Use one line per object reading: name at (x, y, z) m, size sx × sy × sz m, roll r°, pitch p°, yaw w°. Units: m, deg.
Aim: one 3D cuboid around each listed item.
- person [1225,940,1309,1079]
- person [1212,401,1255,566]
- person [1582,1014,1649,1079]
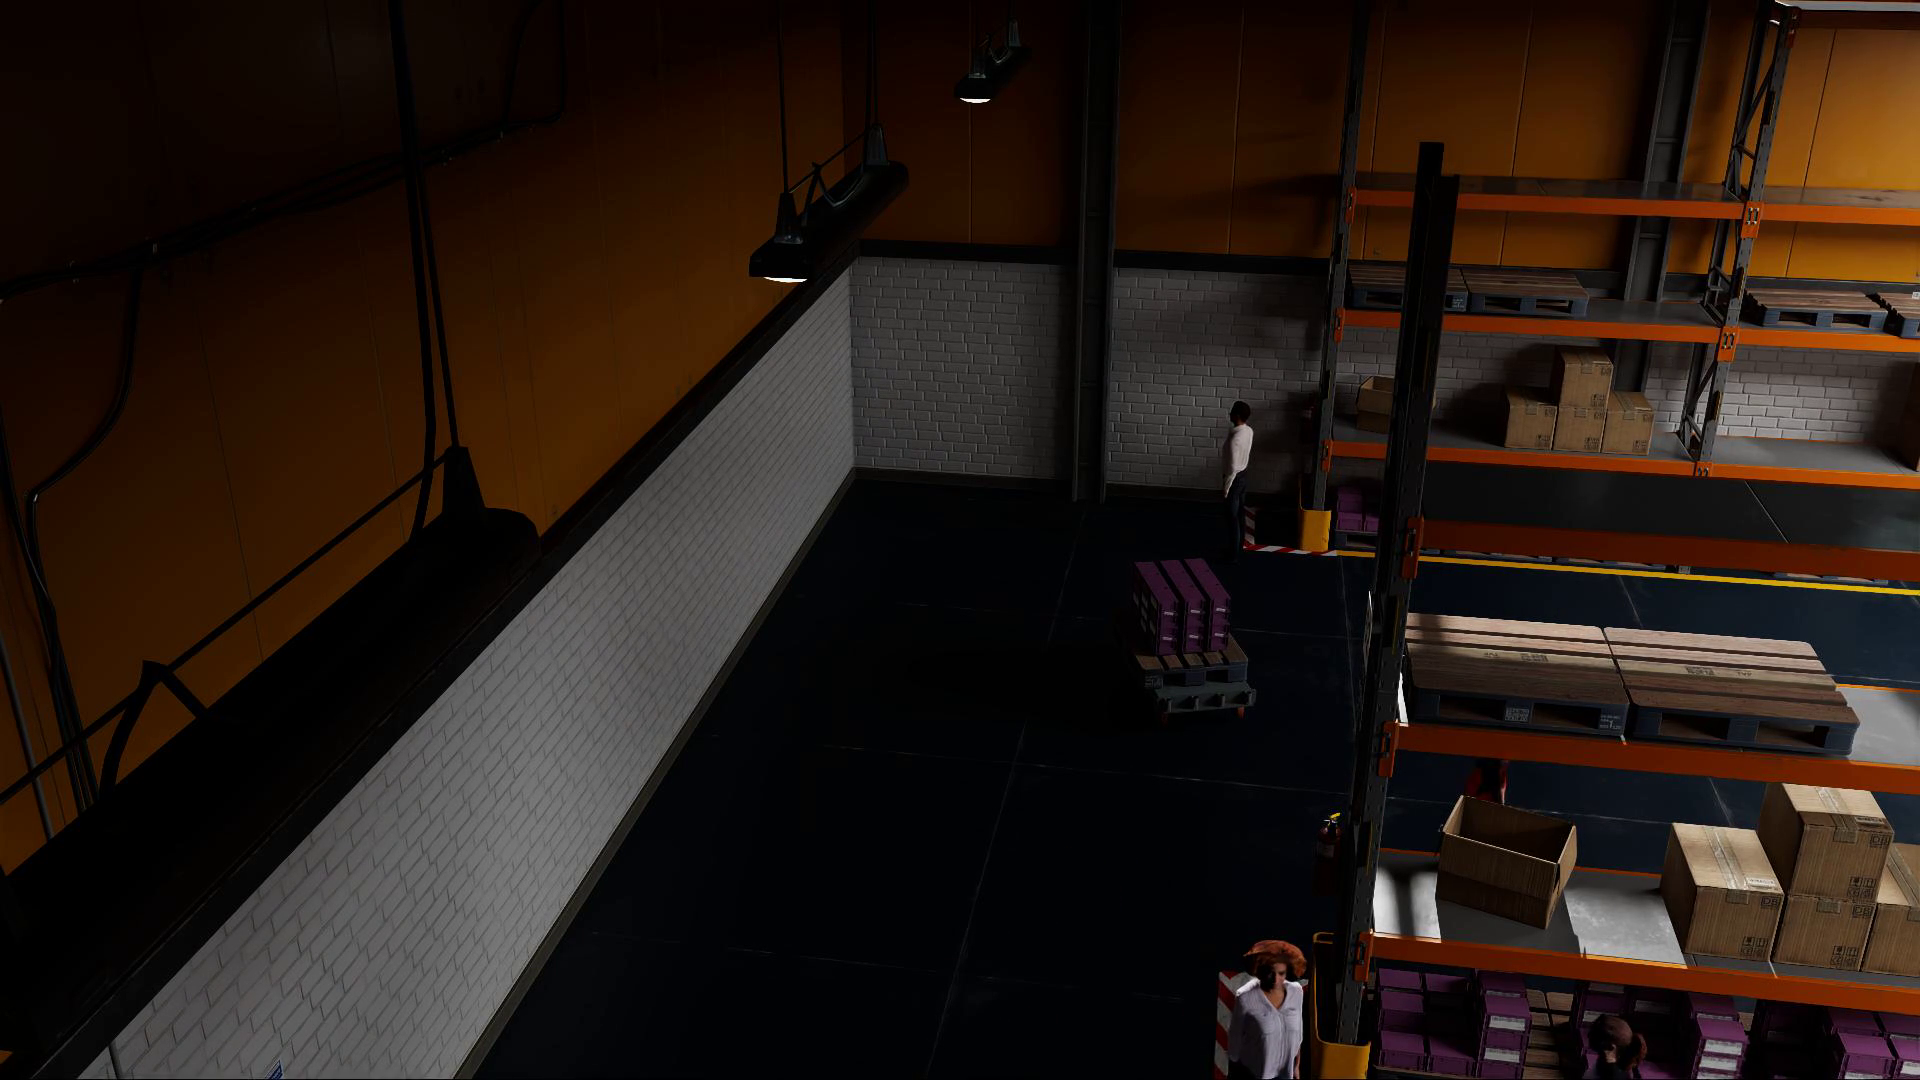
person at (1.823, 3.103, 9.969) m, size 0.651 × 1.712 × 0.785 m, roll -4°, pitch 24°, yaw -10°
person at (3.044, -0.640, 18.333) m, size 0.653 × 1.871 × 0.715 m, roll 12°, pitch 26°, yaw 26°
person at (3.615, 3.424, 9.257) m, size 1.163 × 1.694 × 0.663 m, roll 7°, pitch 25°, yaw 15°
